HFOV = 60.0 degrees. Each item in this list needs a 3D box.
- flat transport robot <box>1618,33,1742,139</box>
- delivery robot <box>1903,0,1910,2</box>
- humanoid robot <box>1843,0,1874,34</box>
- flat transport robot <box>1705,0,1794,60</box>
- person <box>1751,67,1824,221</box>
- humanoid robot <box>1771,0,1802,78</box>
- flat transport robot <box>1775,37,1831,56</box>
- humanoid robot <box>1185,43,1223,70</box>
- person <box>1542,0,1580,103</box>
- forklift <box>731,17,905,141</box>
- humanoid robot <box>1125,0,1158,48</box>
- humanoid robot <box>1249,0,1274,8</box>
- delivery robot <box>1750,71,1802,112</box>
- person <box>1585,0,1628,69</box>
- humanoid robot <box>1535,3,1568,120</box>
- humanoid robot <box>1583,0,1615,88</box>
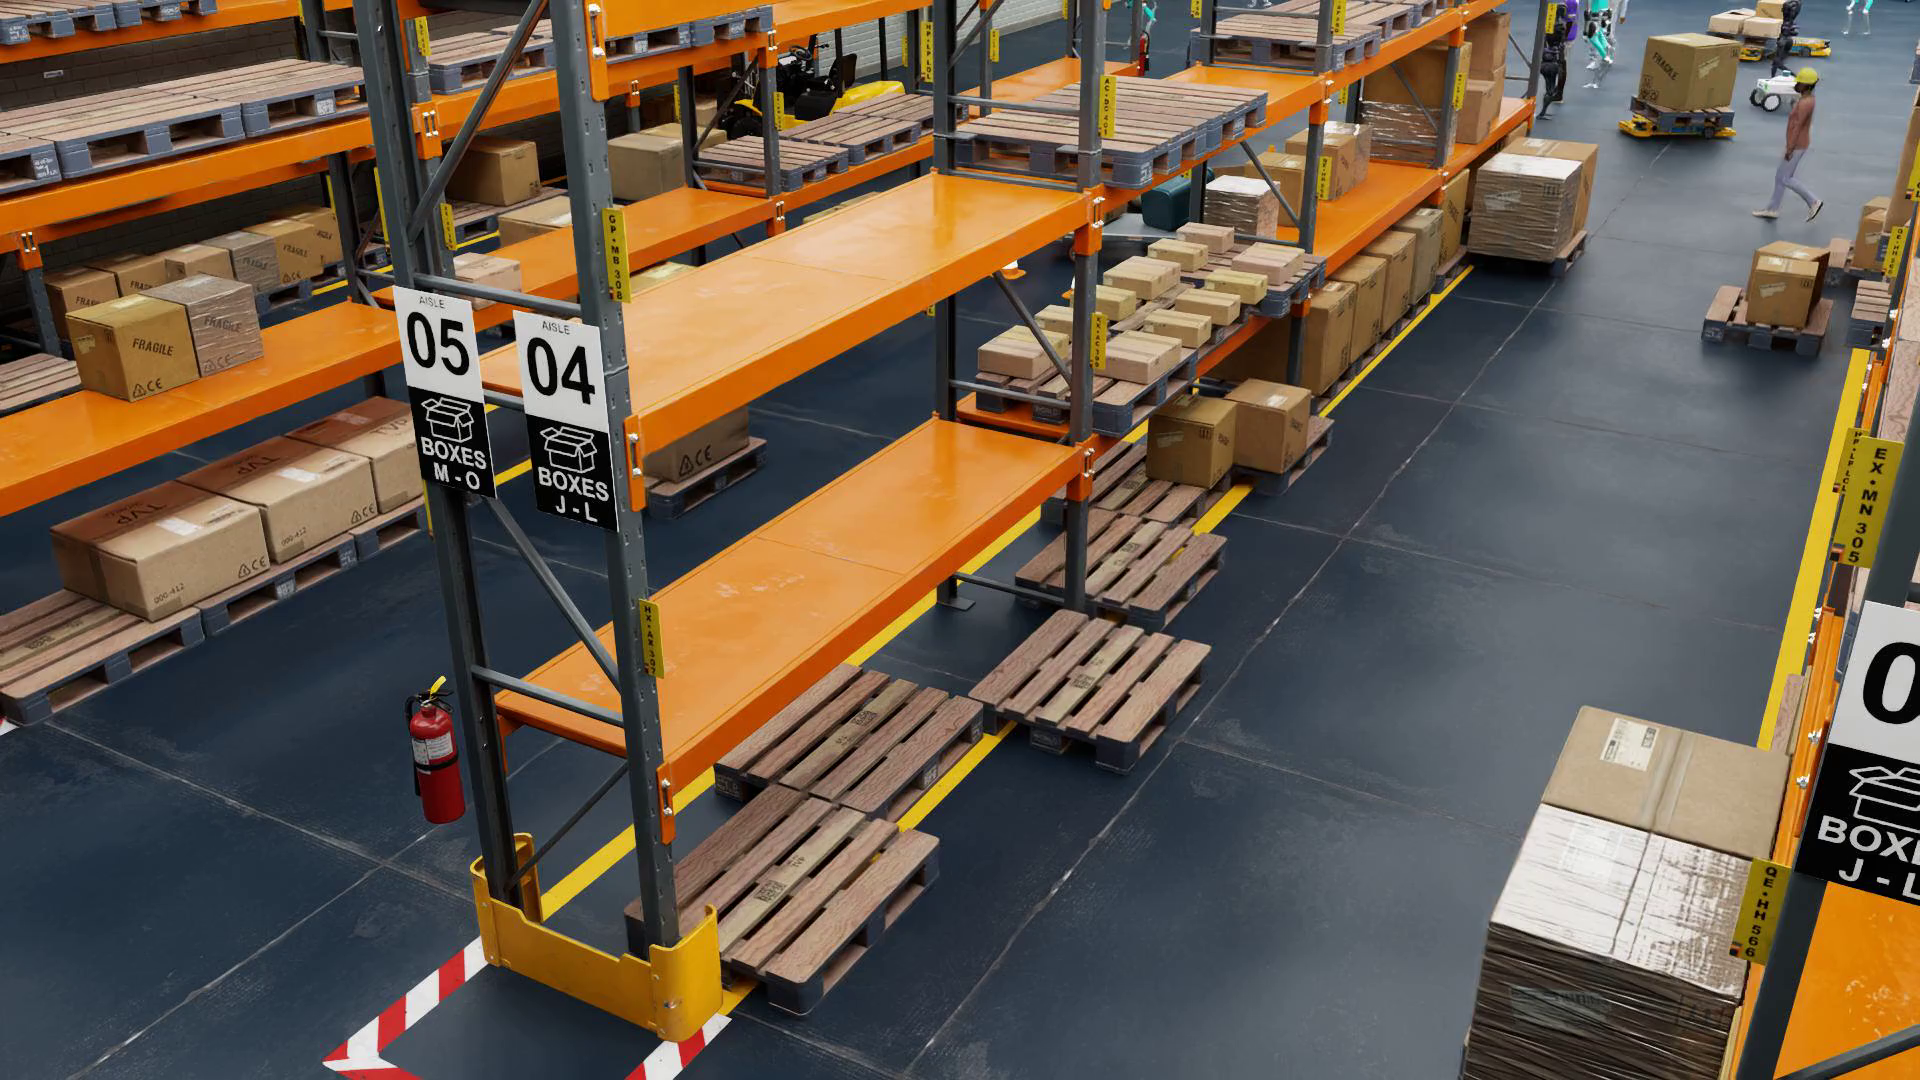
[{"bbox_3d":[10.152,-5.868,23.536,1.431,0.231,0.659,0,26,0],"label":"flat transport robot"},{"bbox_3d":[20.209,-11.800,35.553,0.802,0.614,0.499,-16,30,-29],"label":"delivery robot"},{"bbox_3d":[17.038,-10.375,31.249,0.793,1.802,0.532,-21,33,-37],"label":"humanoid robot"},{"bbox_3d":[13.911,-8.675,29.368,0.659,0.231,1.431,21,33,37],"label":"flat transport robot"},{"bbox_3d":[9.589,-4.497,18.979,0.663,1.749,0.534,14,29,27],"label":"person"},{"bbox_3d":[13.180,-8.004,26.362,0.559,1.633,0.598,7,27,14],"label":"humanoid robot"},{"bbox_3d":[14.729,-8.812,29.652,1.431,0.231,0.659,11,28,21],"label":"flat transport robot"},{"bbox_3d":[3.343,-6.320,22.911,0.609,1.634,0.777,15,30,29],"label":"humanoid robot"},{"bbox_3d":[9.189,-7.665,25.317,0.368,1.964,0.605,8,27,16],"label":"person"},{"bbox_3d":[-1.819,-5.975,21.543,2.313,2.155,1.214,14,29,26],"label":"forklift"},{"bbox_3d":[3.274,-9.697,29.817,0.691,1.818,0.542,-19,31,-34],"label":"humanoid robot"},{"bbox_3d":[6.319,-11.893,34.483,0.781,1.888,0.542,-7,27,-14],"label":"humanoid robot"},{"bbox_3d":[12.391,-6.766,25.054,0.766,0.580,0.499,0,26,1],"label":"delivery robot"},{"bbox_3d":[10.907,-8.890,27.944,0.637,1.884,0.604,19,31,34],"label":"person"},{"bbox_3d":[8.619,-6.941,24.132,0.391,1.646,0.615,-4,26,-9],"label":"humanoid robot"},{"bbox_3d":[10.207,-8.008,26.357,0.542,1.837,0.684,-12,28,-23],"label":"humanoid robot"}]
